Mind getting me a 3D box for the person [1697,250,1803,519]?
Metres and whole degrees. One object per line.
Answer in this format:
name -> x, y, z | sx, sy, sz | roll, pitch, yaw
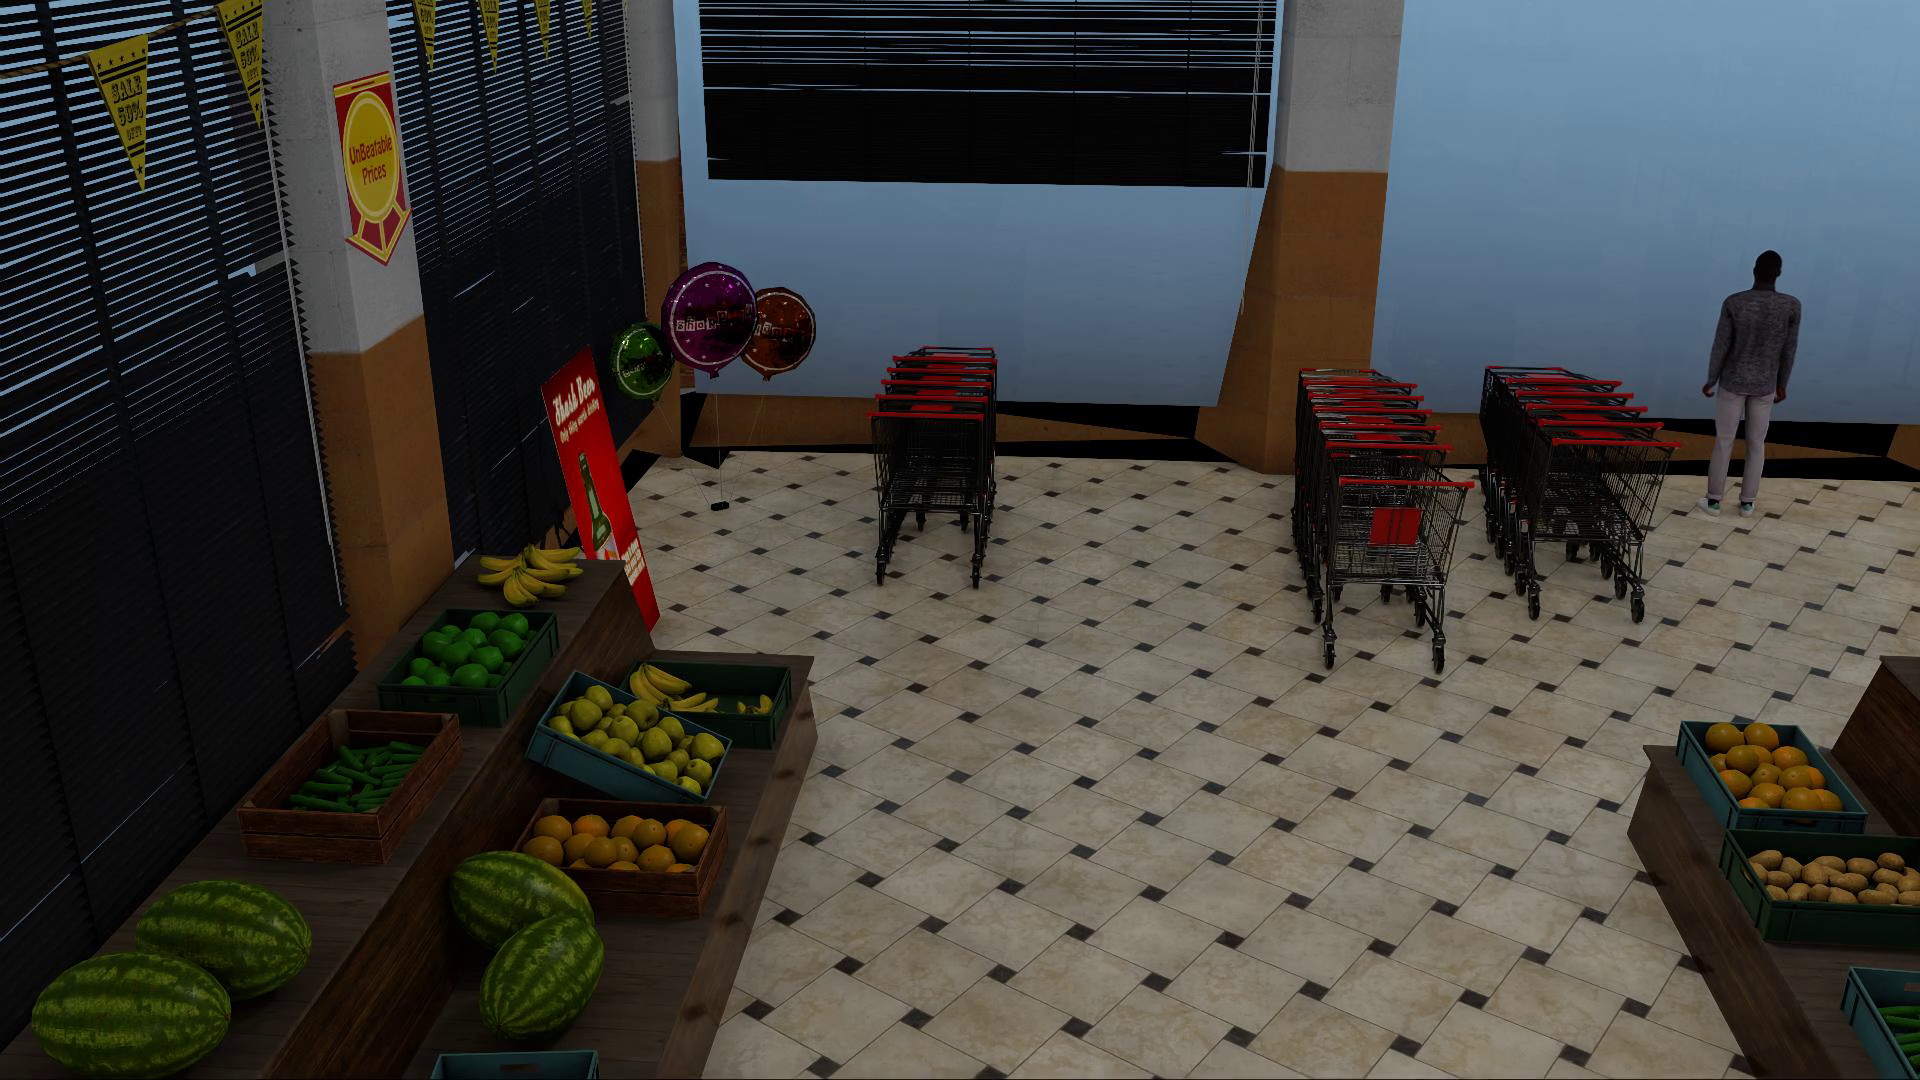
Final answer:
person -> 5.343, -1.053, 11.278 | 0.714, 1.839, 0.595 | 5, 22, 13
